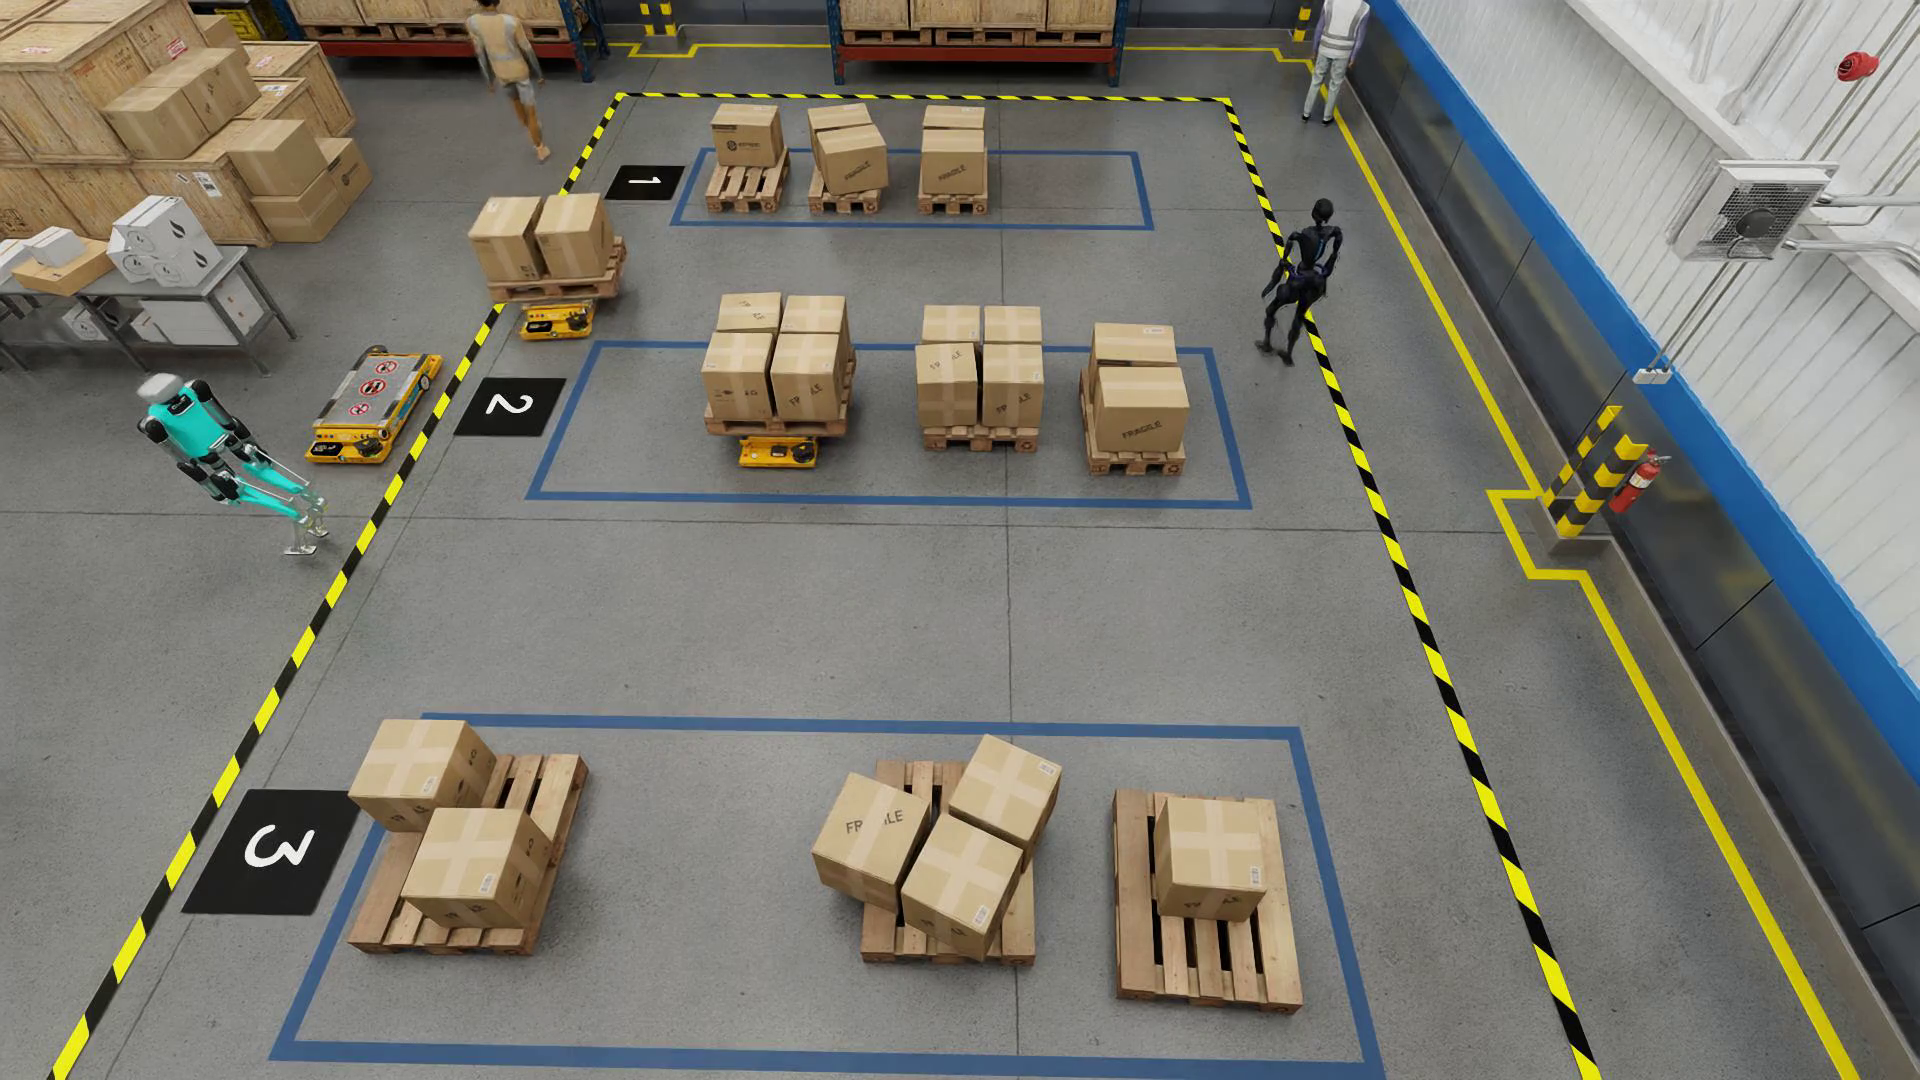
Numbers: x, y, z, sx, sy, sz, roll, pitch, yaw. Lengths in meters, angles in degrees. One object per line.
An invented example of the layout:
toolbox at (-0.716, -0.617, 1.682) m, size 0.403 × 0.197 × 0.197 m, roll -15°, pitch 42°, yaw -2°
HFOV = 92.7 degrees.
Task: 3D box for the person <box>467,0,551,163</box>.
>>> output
person at (-5.357, -5.691, 11.047) m, size 0.643 × 2.007 × 0.912 m, roll -2°, pitch 50°, yaw -2°

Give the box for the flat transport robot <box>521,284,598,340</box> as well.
flat transport robot at (-4.113, -2.619, 9.565) m, size 0.652 × 0.197 × 1.431 m, roll -4°, pitch 50°, yaw -4°

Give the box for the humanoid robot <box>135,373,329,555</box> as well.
humanoid robot at (-5.176, -0.494, 6.738) m, size 0.735 × 1.673 × 0.533 m, roll 10°, pitch 50°, yaw 8°

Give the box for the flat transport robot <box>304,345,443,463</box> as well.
flat transport robot at (-5.383, -1.269, 8.441) m, size 0.659 × 0.231 × 1.431 m, roll 1°, pitch 50°, yaw 1°

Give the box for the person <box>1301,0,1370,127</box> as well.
person at (4.745, -6.191, 11.587) m, size 0.590 × 1.822 × 0.404 m, roll 24°, pitch 54°, yaw 19°

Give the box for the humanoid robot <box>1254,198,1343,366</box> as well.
humanoid robot at (3.138, -2.373, 8.452) m, size 0.601 × 1.646 × 0.426 m, roll -7°, pitch 50°, yaw -6°

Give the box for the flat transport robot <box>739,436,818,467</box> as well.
flat transport robot at (-1.582, -1.235, 8.394) m, size 0.652 × 0.197 × 1.431 m, roll 1°, pitch 50°, yaw 1°
